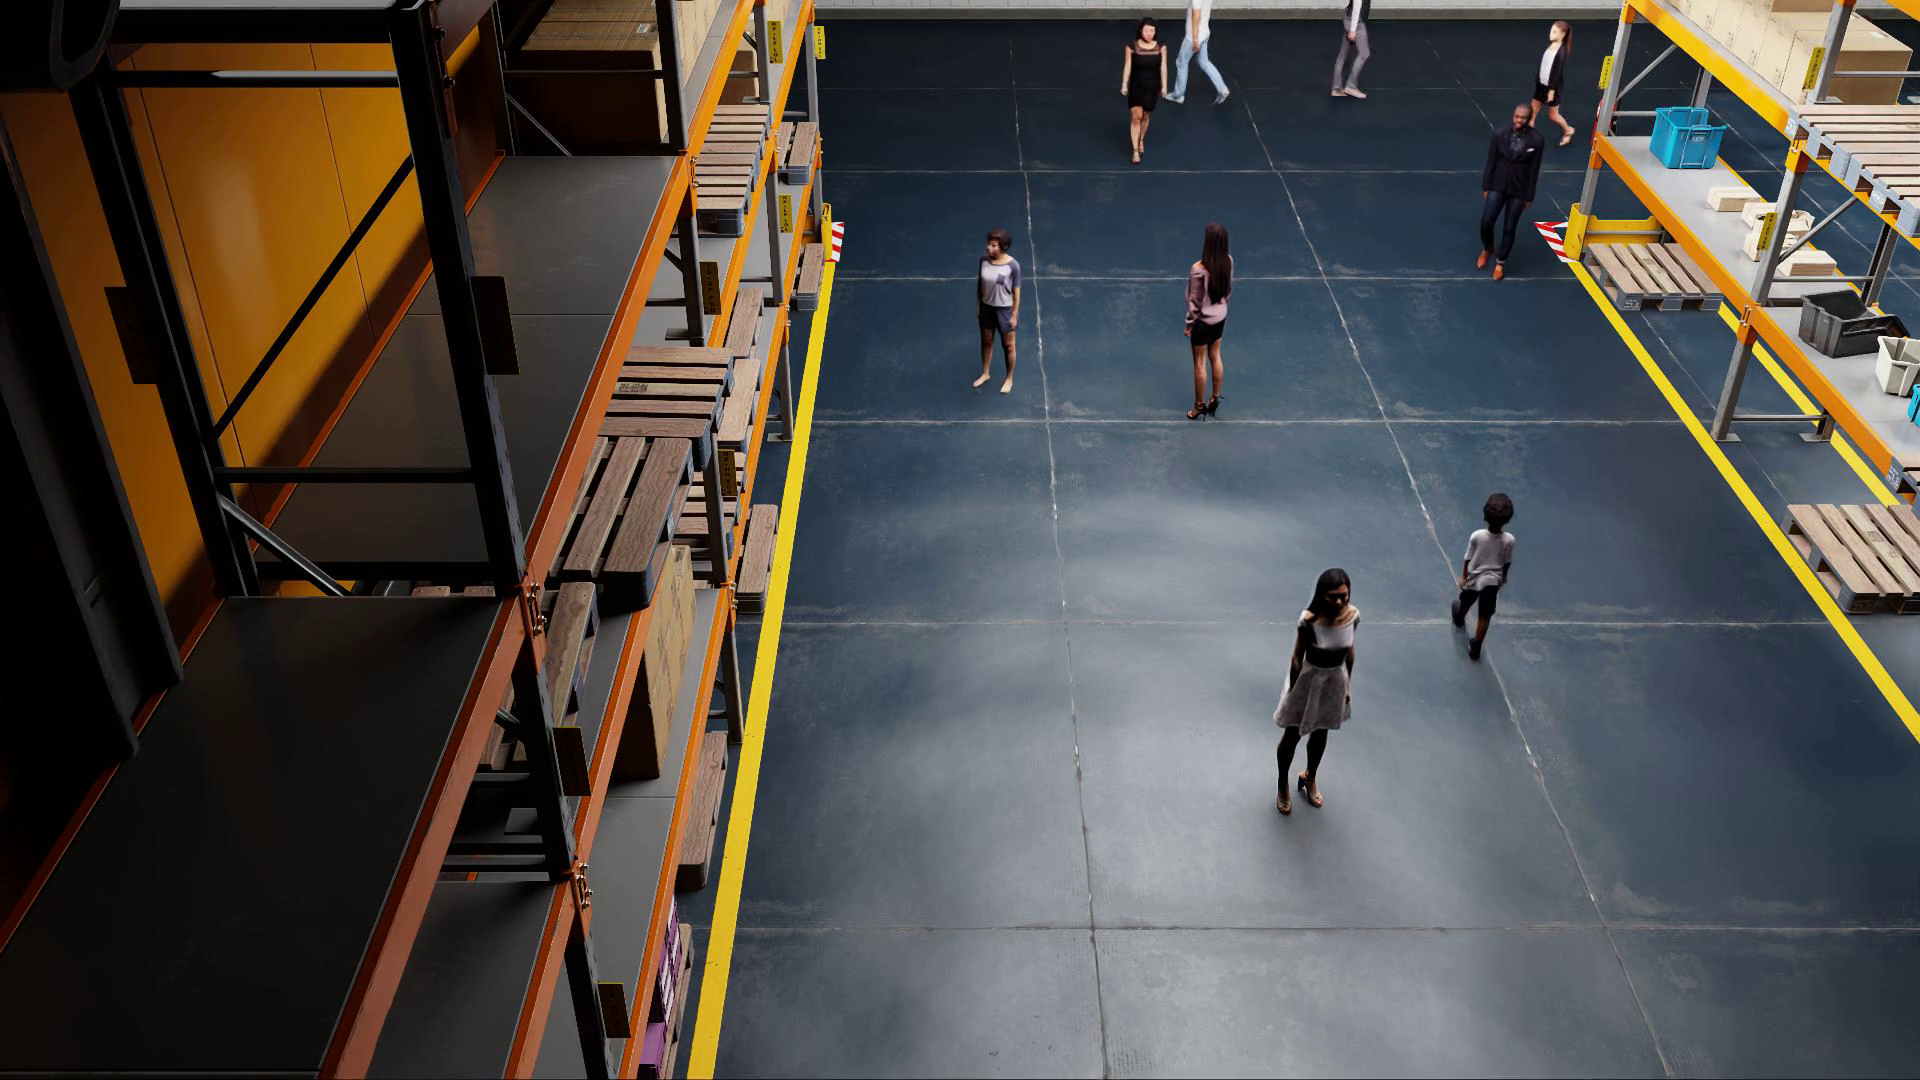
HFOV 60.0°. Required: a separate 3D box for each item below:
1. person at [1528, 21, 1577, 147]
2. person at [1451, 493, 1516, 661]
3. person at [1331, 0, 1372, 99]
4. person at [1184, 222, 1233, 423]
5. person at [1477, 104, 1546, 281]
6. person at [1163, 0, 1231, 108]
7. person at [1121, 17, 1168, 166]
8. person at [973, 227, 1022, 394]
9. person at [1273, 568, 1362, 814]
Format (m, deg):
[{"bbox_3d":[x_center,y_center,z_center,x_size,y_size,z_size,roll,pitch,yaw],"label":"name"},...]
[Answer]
[{"bbox_3d":[7.125,-5.419,19.903,0.842,1.531,1.016,-12,35,-17],"label":"person"},{"bbox_3d":[3.660,0.285,11.589,0.569,1.235,0.823,5,34,7],"label":"person"},{"bbox_3d":[4.982,-6.652,21.405,0.803,1.924,0.681,5,34,7],"label":"person"},{"bbox_3d":[2.137,-1.870,14.312,0.707,1.810,0.725,-21,39,-28],"label":"person"},{"bbox_3d":[5.578,-3.552,16.844,0.813,1.808,0.827,14,36,20],"label":"person"},{"bbox_3d":[3.088,-6.393,21.093,1.158,1.837,1.177,23,40,30],"label":"person"},{"bbox_3d":[2.153,-5.336,19.644,0.712,1.681,0.977,-2,34,-3],"label":"person"},{"bbox_3d":[0.343,-2.079,14.847,0.648,1.566,0.668,17,37,24],"label":"person"},{"bbox_3d":[2.181,0.919,10.150,0.704,1.774,0.704,-7,34,-11],"label":"person"}]
